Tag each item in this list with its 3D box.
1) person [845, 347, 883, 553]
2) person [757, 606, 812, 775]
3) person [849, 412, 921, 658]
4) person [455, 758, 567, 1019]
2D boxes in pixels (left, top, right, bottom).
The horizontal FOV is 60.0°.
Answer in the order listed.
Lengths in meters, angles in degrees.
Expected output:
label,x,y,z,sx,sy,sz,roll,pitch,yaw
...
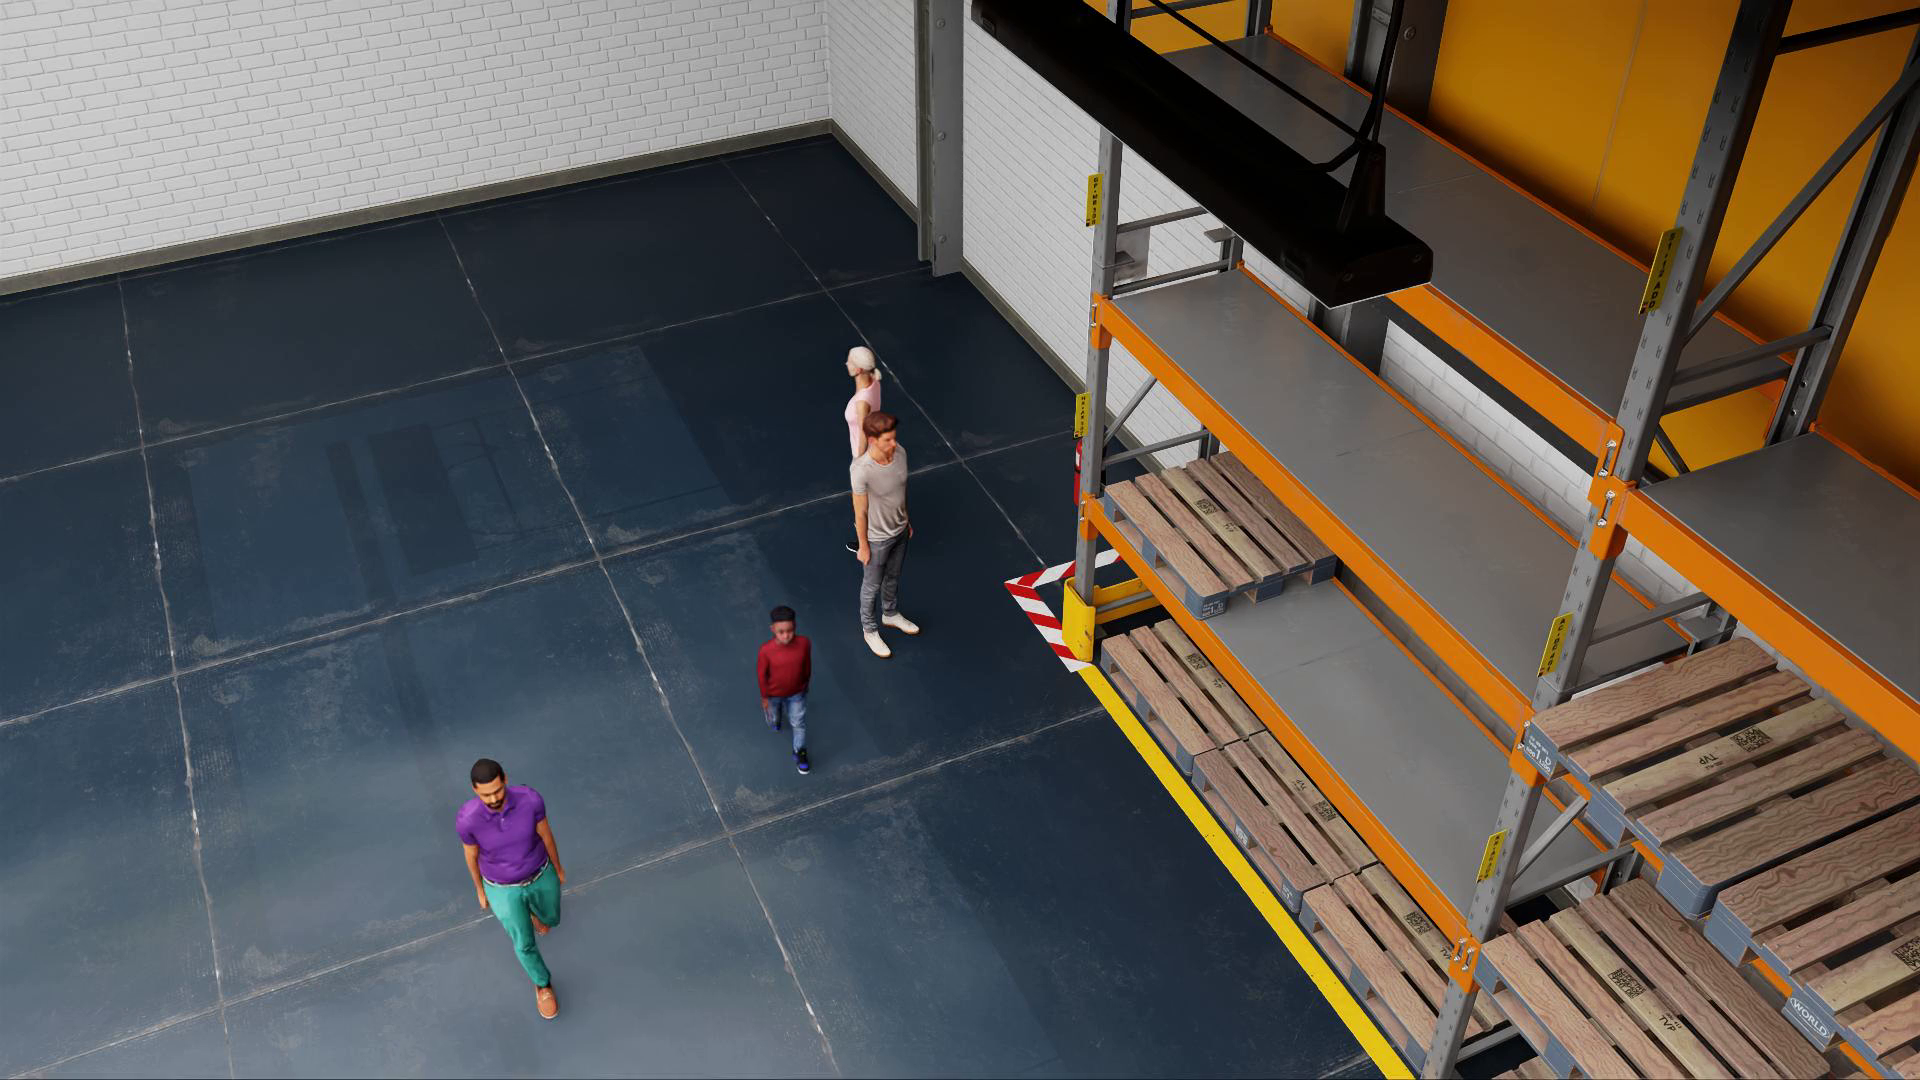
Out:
label,x,y,z,sx,sy,sz,roll,pitch,yaw
person,-0.672,-0.671,12.122,0.708,1.726,0.625,7,39,8
person,-1.126,0.891,10.553,0.567,1.242,0.774,-11,40,-13
person,-0.524,-0.073,11.238,0.719,1.895,0.732,26,46,29
person,-2.409,1.782,9.033,0.656,1.748,0.982,-17,42,-20
